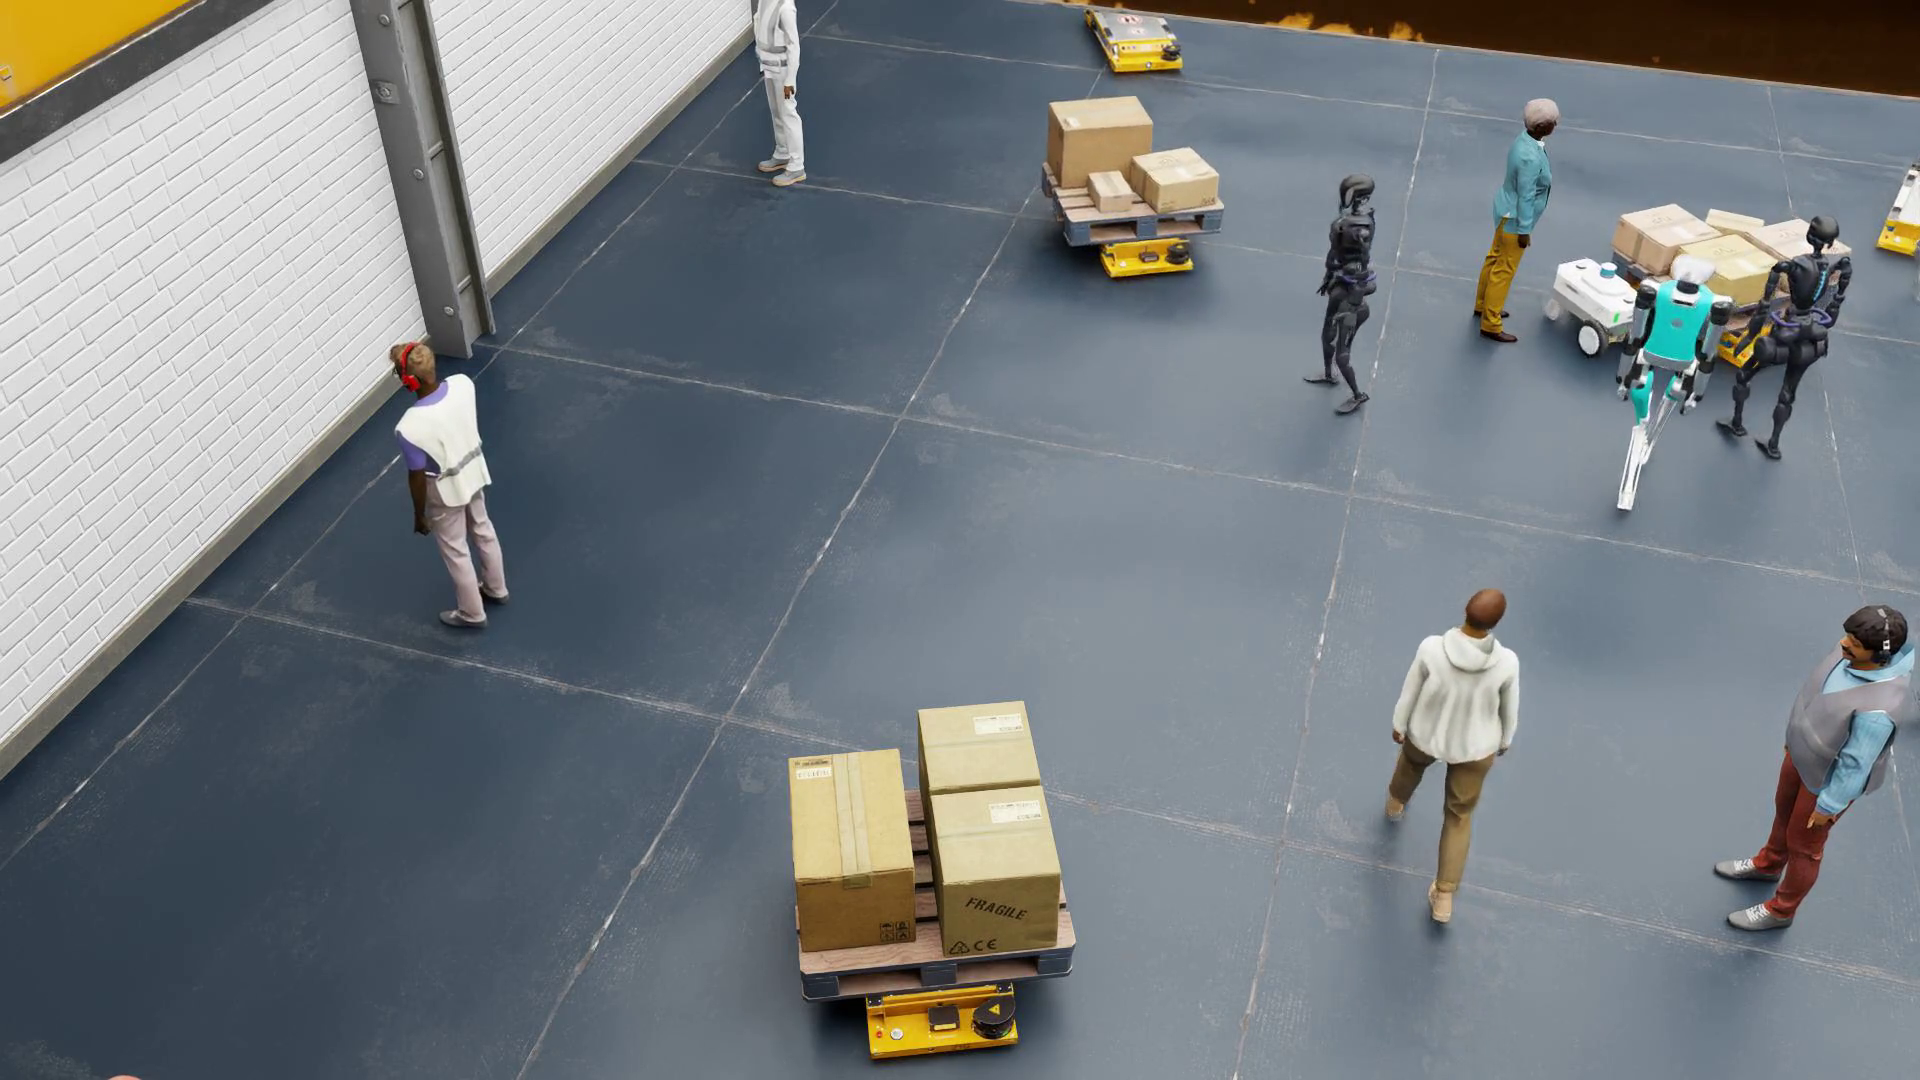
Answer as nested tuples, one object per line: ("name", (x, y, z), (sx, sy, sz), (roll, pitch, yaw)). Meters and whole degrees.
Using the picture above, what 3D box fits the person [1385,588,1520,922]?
("person", (2.278, 0.913, 7.719), (0.543, 1.711, 0.905), (12, 40, 15))

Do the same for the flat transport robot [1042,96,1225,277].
("flat transport robot", (1.327, -2.517, 13.135), (0.659, 0.231, 1.431), (-6, 39, -8))

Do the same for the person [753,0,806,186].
("person", (-1.475, -3.803, 13.447), (0.343, 1.882, 0.586), (-17, 42, -20))

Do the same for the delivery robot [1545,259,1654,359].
("delivery robot", (4.580, -1.666, 11.864), (0.499, 0.614, 0.791), (-14, 41, -17))

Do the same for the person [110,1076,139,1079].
("person", (-2.596, 2.436, 5.643), (0.359, 1.939, 0.542), (-28, 47, -31))

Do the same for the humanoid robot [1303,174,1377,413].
("humanoid robot", (2.572, -1.642, 10.919), (0.399, 1.638, 0.602), (-5, 39, -7))

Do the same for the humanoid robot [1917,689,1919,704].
("humanoid robot", (5.371, 0.452, 8.281), (0.961, 1.769, 0.532), (24, 45, 27))

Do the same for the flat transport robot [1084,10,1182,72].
("flat transport robot", (1.664, -4.911, 16.113), (0.659, 0.231, 1.431), (-5, 39, -7))

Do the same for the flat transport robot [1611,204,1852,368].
("flat transport robot", (5.501, -1.719, 12.143), (0.659, 0.231, 1.431), (-14, 41, -17))

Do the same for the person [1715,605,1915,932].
("person", (3.878, 1.024, 7.454), (0.415, 1.873, 0.534), (4, 39, 5))

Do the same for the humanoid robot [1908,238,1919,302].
("humanoid robot", (7.283, -2.484, 11.975), (0.530, 1.859, 0.684), (-22, 44, -25))

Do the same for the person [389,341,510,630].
("person", (-2.782, -0.279, 9.101), (0.411, 1.836, 0.561), (16, 42, 19))

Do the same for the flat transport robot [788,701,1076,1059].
("flat transport robot", (-0.154, 1.754, 7.823), (0.659, 0.231, 1.431), (-4, 39, -5))

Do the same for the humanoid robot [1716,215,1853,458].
("humanoid robot", (5.241, -1.309, 10.508), (0.584, 1.646, 0.482), (-4, 39, -4))

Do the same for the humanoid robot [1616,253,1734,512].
("humanoid robot", (4.310, -1.057, 10.174), (0.544, 1.743, 1.040), (18, 42, 21))

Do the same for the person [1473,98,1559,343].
("person", (3.889, -2.231, 11.593), (0.340, 1.755, 0.523), (4, 39, 5))

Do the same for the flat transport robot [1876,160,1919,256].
("flat transport robot", (7.799, -2.604, 13.243), (0.659, 0.231, 1.431), (22, 44, 25))
